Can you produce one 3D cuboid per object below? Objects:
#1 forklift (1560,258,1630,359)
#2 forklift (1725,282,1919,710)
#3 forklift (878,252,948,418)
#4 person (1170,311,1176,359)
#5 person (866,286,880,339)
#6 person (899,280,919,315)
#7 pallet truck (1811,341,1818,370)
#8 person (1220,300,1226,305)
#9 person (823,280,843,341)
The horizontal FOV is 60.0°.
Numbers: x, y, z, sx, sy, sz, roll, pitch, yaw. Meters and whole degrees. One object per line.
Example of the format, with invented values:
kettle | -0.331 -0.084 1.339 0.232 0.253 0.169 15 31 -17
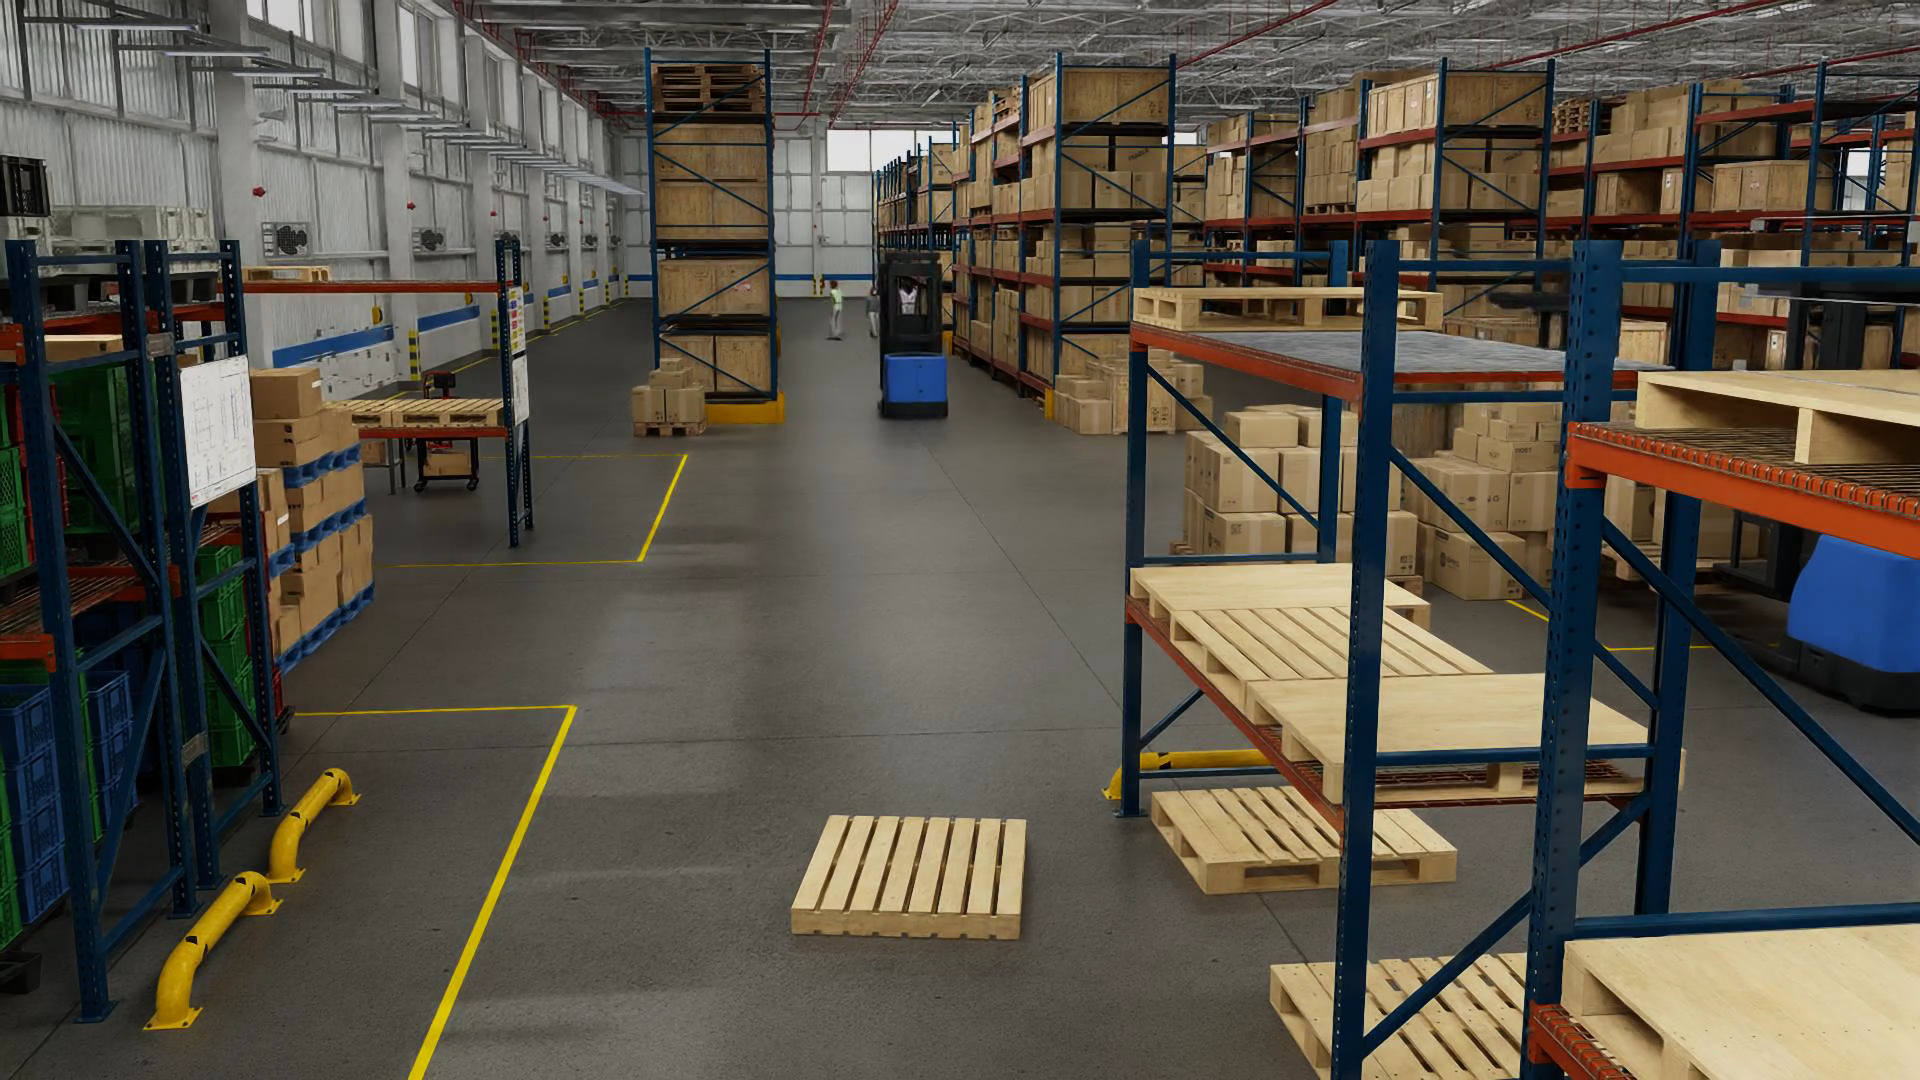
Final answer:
forklift | 7.243 -1.841 19.137 1.873 2.768 1.129 -1 10 -6
forklift | 6.244 -0.417 11.245 1.129 2.768 1.873 -1 10 -6
forklift | -0.815 -3.559 28.654 1.129 2.768 1.873 -1 10 -6
person | 4.915 -4.894 39.515 0.551 1.615 0.599 1 10 7
person | -2.674 -7.035 51.412 0.511 1.613 0.550 -6 12 -28
person | -1.536 -6.852 49.752 0.593 1.864 1.011 -3 11 -14
pallet truck | 15.846 -3.142 28.793 1.885 1.965 0.823 2 10 12
person | 9.791 -8.838 61.341 0.514 1.641 0.307 6 12 30
person | -3.835 -6.941 50.324 0.590 1.825 0.601 5 12 27
